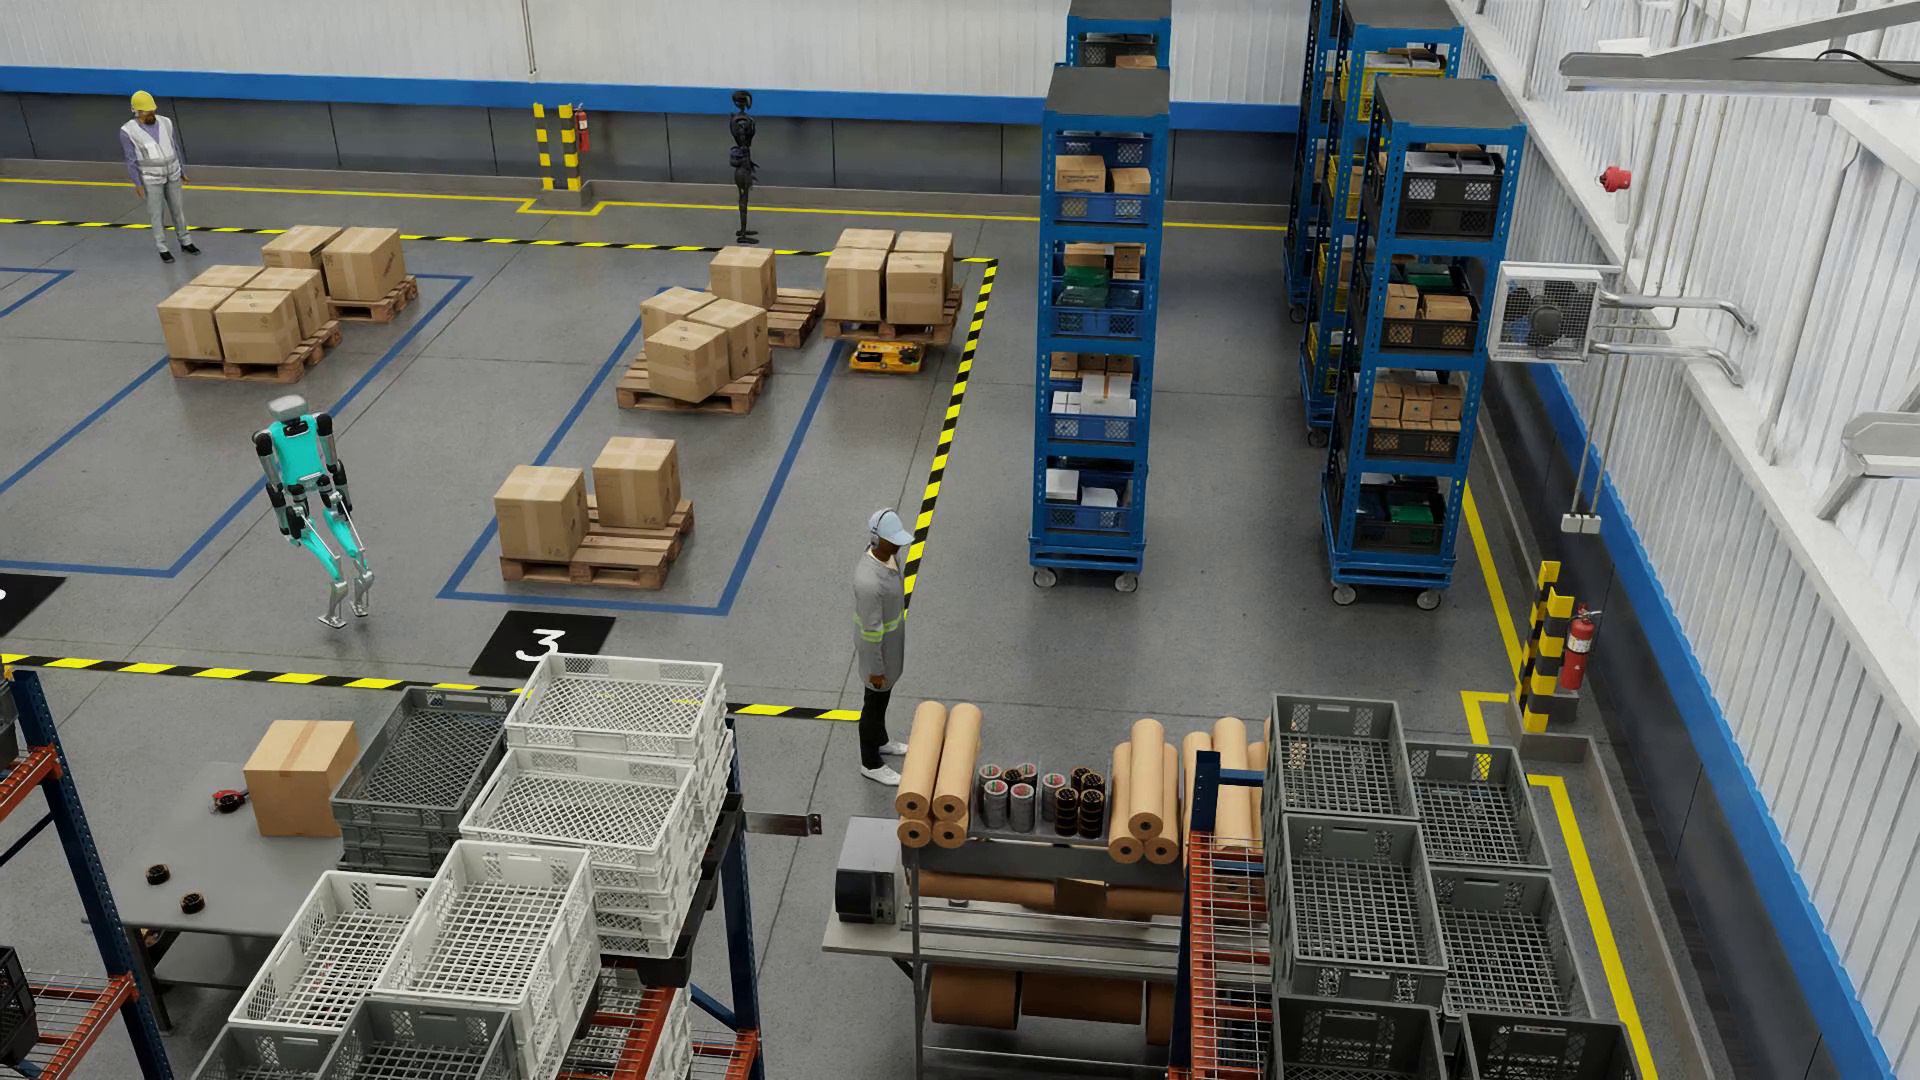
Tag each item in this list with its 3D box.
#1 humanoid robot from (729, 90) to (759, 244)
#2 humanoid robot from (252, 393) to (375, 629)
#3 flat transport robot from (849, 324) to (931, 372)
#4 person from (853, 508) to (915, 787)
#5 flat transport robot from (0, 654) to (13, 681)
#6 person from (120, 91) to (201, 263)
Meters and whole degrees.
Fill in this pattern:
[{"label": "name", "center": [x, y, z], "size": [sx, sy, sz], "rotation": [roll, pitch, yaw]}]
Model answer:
[{"label": "humanoid robot", "center": [-2.377, -4.136, 18.363], "size": [0.315, 1.656, 0.599], "rotation": [-2, 30, -4]}, {"label": "humanoid robot", "center": [-4.313, -0.136, 11.317], "size": [0.533, 1.675, 0.735], "rotation": [-25, 39, -36]}, {"label": "flat transport robot", "center": [-0.632, -2.021, 16.117], "size": [0.652, 0.197, 1.431], "rotation": [3, 30, 6]}, {"label": "person", "center": [-0.441, 0.624, 10.029], "size": [0.388, 1.849, 0.597], "rotation": [4, 30, 7]}, {"label": "flat transport robot", "center": [-7.142, 0.969, 11.010], "size": [1.431, 0.231, 0.659], "rotation": [3, 30, 6]}, {"label": "person", "center": [-8.568, -3.900, 17.820], "size": [0.404, 1.827, 0.602], "rotation": [21, 36, 31]}]
